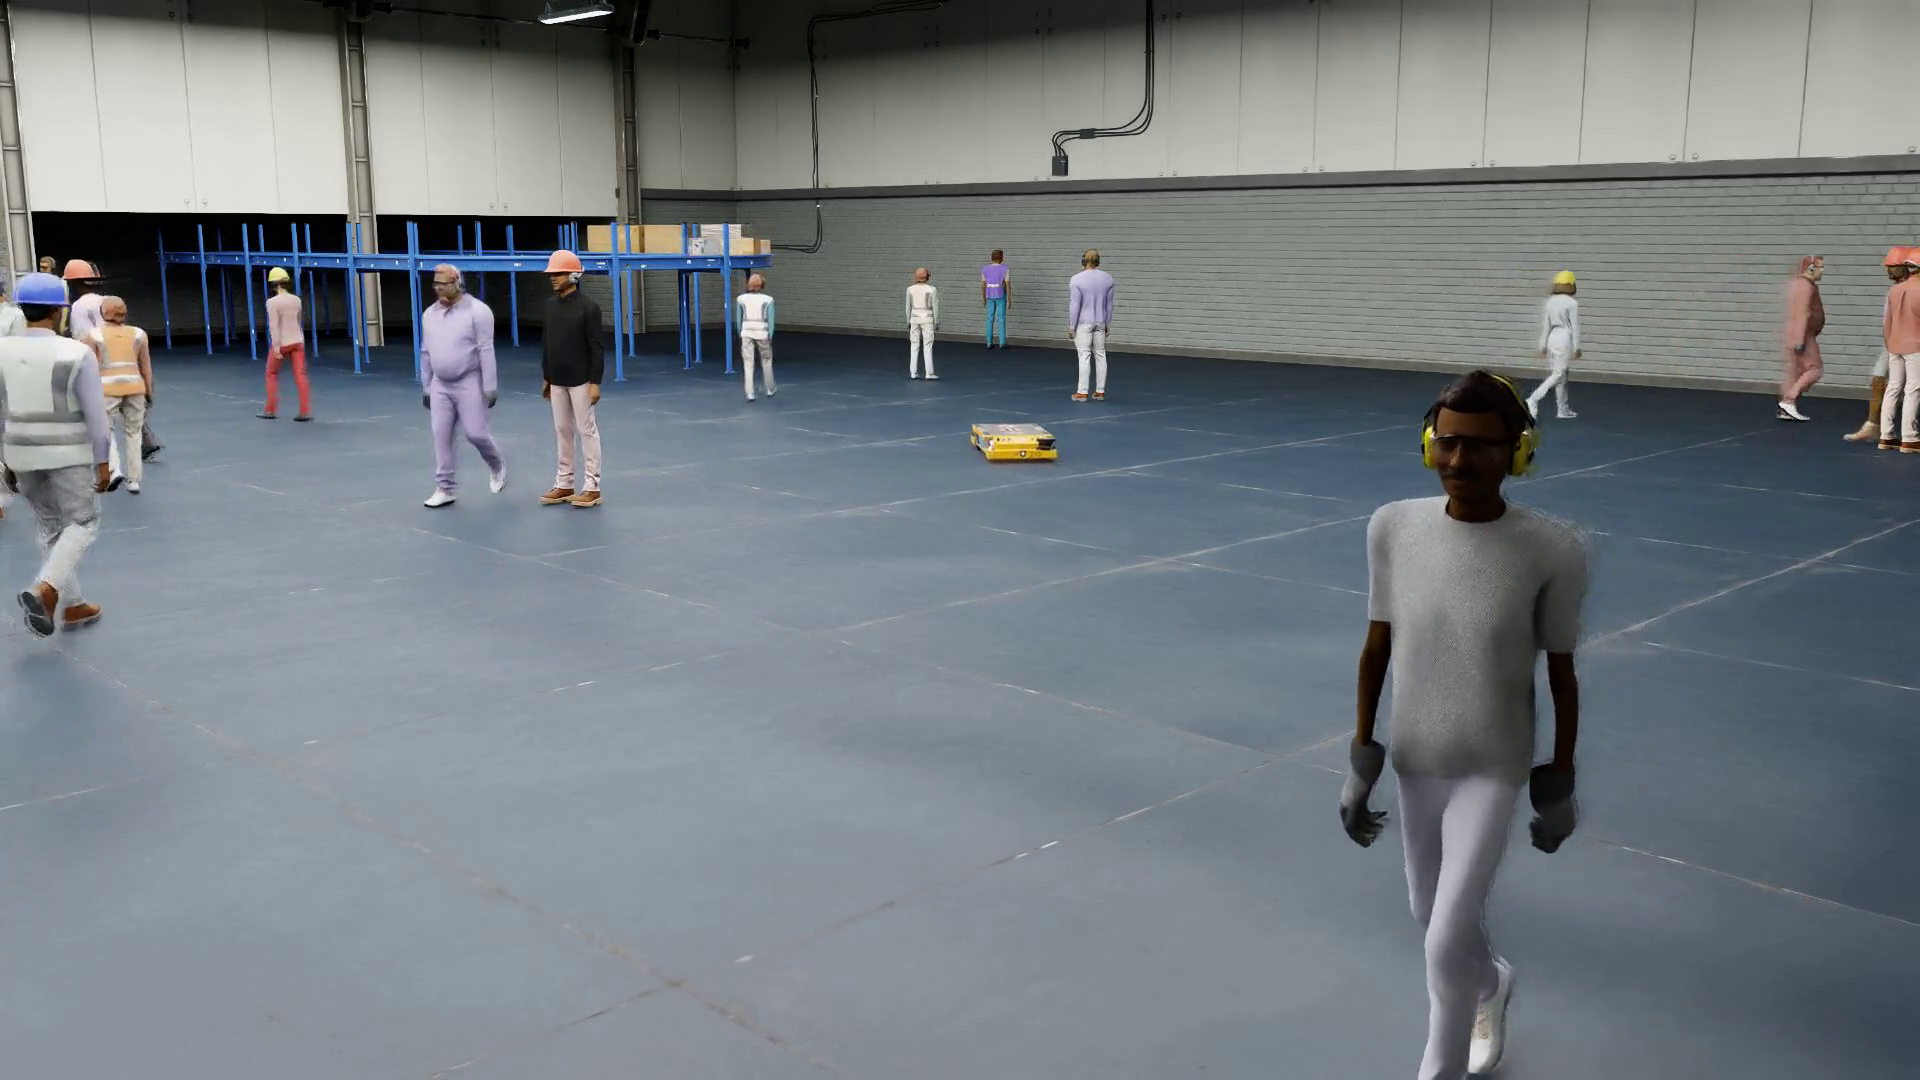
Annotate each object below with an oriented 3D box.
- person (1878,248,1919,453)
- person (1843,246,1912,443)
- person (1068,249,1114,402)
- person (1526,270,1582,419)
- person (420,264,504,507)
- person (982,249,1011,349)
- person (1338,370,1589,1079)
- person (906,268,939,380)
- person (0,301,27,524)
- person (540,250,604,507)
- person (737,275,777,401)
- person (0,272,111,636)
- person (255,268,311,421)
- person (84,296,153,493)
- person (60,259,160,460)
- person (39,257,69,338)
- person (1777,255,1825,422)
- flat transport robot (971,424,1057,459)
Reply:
[{"bbox_3d":[9.345,-1.866,16.328,0.380,1.994,0.618,-2,11,-12],"label":"person"},{"bbox_3d":[9.635,-1.970,16.890,0.961,2.011,0.618,1,10,6],"label":"person"},{"bbox_3d":[1.668,-2.752,21.315,0.631,1.940,0.372,-5,12,-26],"label":"person"},{"bbox_3d":[6.888,-2.259,19.234,0.764,1.716,0.486,-3,11,-17],"label":"person"},{"bbox_3d":[-3.940,-1.226,13.113,0.693,1.889,0.682,3,11,18],"label":"person"},{"bbox_3d":[0.680,-4.508,31.138,0.573,1.844,0.376,4,11,23],"label":"person"},{"bbox_3d":[1.188,0.504,3.858,0.506,1.836,0.918,8,13,38],"label":"person"},{"bbox_3d":[-0.551,-3.175,24.442,0.523,1.636,0.310,5,11,25],"label":"person"},{"bbox_3d":[-7.061,-1.092,12.423,0.630,1.887,0.969,2,11,11],"label":"person"},{"bbox_3d":[-3.053,-1.263,13.034,0.609,1.996,0.383,7,12,33],"label":"person"},{"bbox_3d":[-2.618,-2.613,21.478,0.520,1.600,0.846,1,10,5],"label":"person"},{"bbox_3d":[-4.796,-0.433,8.733,0.618,1.922,0.765,0,10,1],"label":"person"},{"bbox_3d":[-7.777,-2.232,19.034,0.790,1.738,0.533,5,12,28],"label":"person"},{"bbox_3d":[-6.886,-1.187,13.655,0.533,1.620,0.444,-9,14,-39],"label":"person"},{"bbox_3d":[-8.024,-1.664,15.522,0.974,1.900,0.543,1,10,6],"label":"person"},{"bbox_3d":[-12.645,-3.023,23.133,0.535,1.809,0.795,4,11,18],"label":"person"},{"bbox_3d":[9.591,-2.278,18.862,0.435,1.889,0.678,4,11,20],"label":"person"},{"bbox_3d":[0.513,-0.983,16.336,0.652,0.197,1.431,-1,10,-6],"label":"flat transport robot"}]
